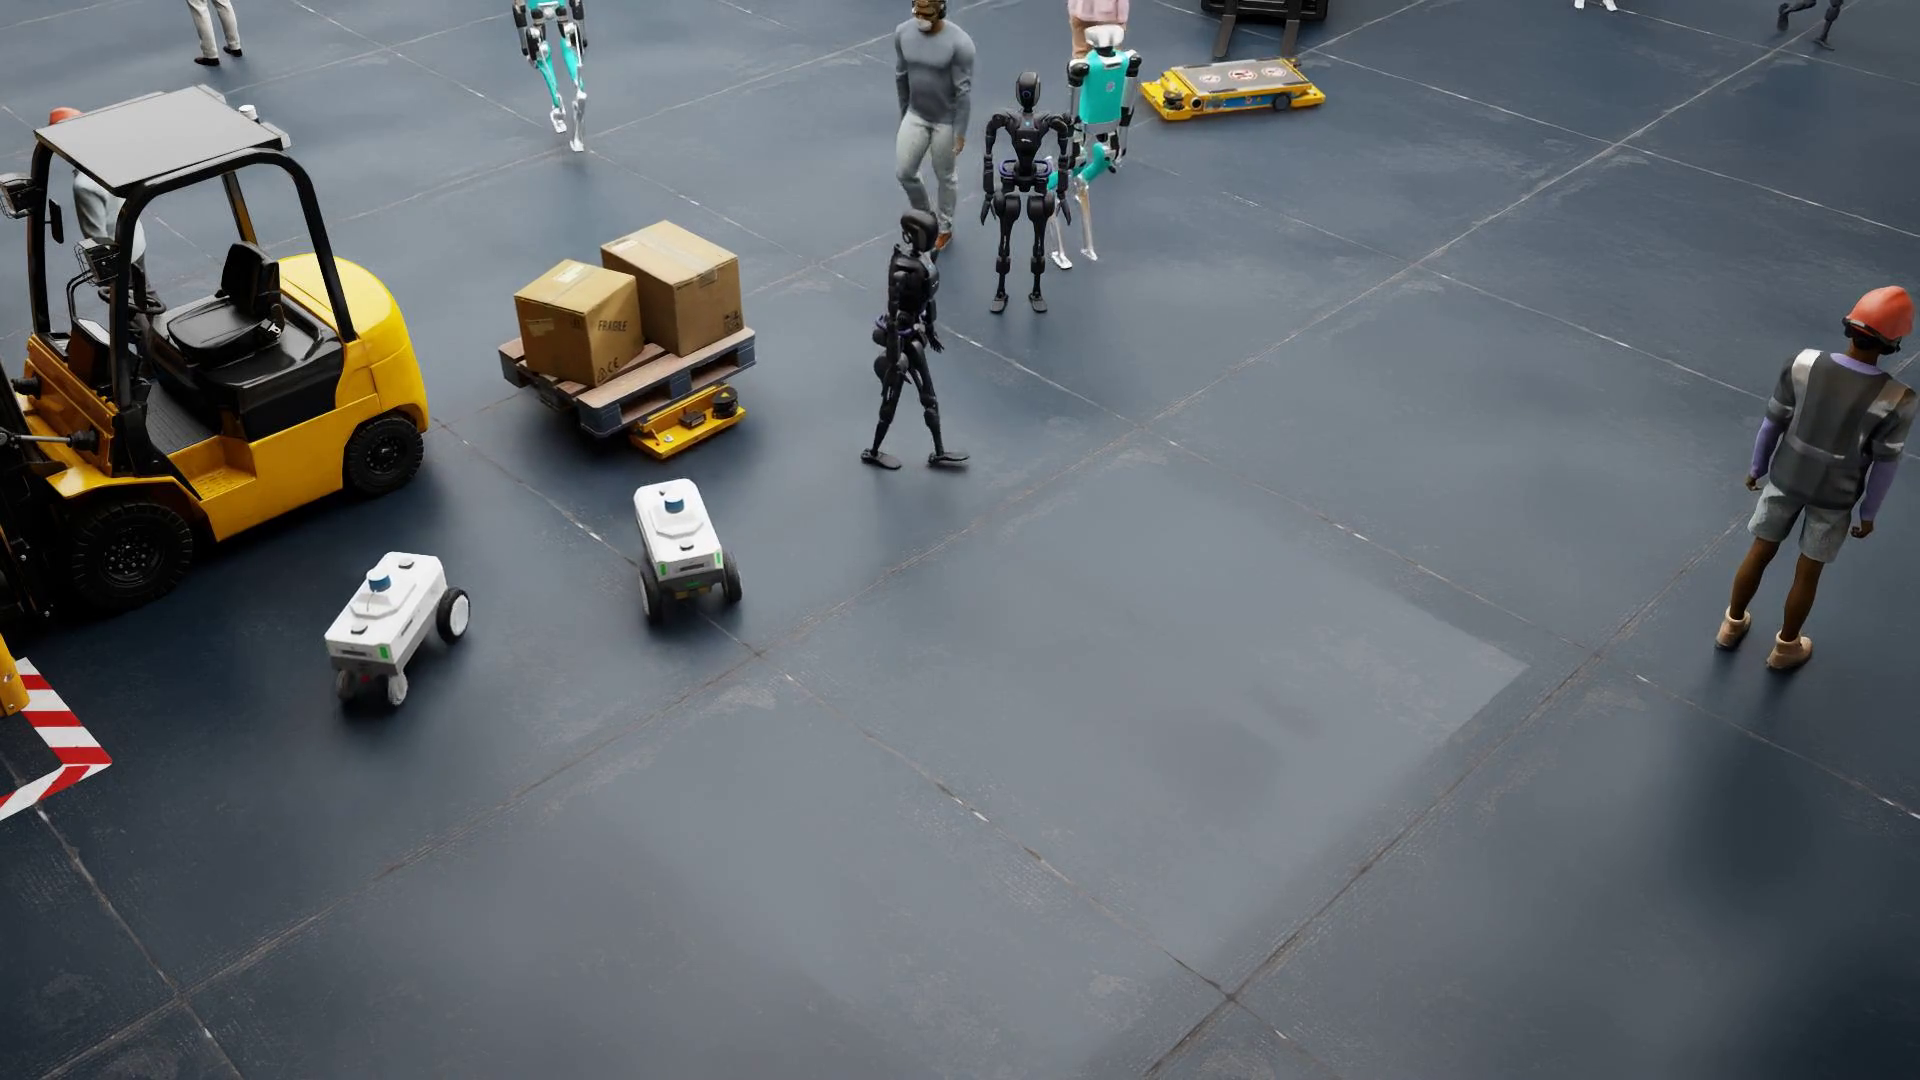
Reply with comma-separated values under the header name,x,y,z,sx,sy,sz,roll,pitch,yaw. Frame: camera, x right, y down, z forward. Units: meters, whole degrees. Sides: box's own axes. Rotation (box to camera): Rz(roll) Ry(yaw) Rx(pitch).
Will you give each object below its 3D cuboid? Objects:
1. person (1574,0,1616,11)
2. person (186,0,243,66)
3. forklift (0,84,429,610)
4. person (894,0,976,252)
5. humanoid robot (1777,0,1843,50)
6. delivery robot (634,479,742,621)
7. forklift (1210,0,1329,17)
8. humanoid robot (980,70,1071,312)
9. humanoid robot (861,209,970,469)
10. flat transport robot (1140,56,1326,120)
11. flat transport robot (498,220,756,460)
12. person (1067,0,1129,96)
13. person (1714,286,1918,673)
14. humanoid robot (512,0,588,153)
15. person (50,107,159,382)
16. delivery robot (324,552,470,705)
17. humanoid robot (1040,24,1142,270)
name,x,y,z,sx,sy,sz,roll,pitch,yaw
person,6.148,-5.806,15.630,0.515,1.633,0.315,7,37,9
person,-6.665,-5.042,14.482,0.383,1.784,0.538,20,41,25
forklift,-4.145,-1.093,8.856,2.313,2.155,1.214,-31,47,-34
person,-0.191,-2.883,11.482,0.629,1.915,0.450,17,40,21
humanoid robot,7.840,-5.291,14.921,0.584,1.638,0.629,-9,38,-12
delivery robot,-1.470,0.030,8.731,0.499,0.611,0.809,-12,38,-16
forklift,3.106,-6.400,15.960,1.214,2.155,2.313,8,37,10
humanoid robot,0.432,-2.255,10.827,0.599,1.657,0.315,1,37,1
humanoid robot,-0.272,-1.101,9.304,0.626,1.628,0.588,14,39,18
flat transport robot,2.318,-3.838,14.134,1.431,0.231,0.659,-9,38,-12
flat transport robot,-2.033,-0.960,10.282,1.431,0.231,0.659,30,46,34
person,1.094,-4.197,13.358,0.555,1.773,0.428,17,40,21
person,4.068,-0.279,7.890,0.389,2.040,0.613,-31,47,-34
humanoid robot,-3.119,-3.787,12.838,0.541,1.731,1.007,-11,38,-15
person,-5.184,-1.804,10.180,0.351,1.738,0.575,-3,37,-4
delivery robot,-2.816,0.391,8.230,0.499,0.589,0.784,6,37,8
humanoid robot,0.828,-2.717,11.392,0.544,1.762,0.703,-17,40,-22
